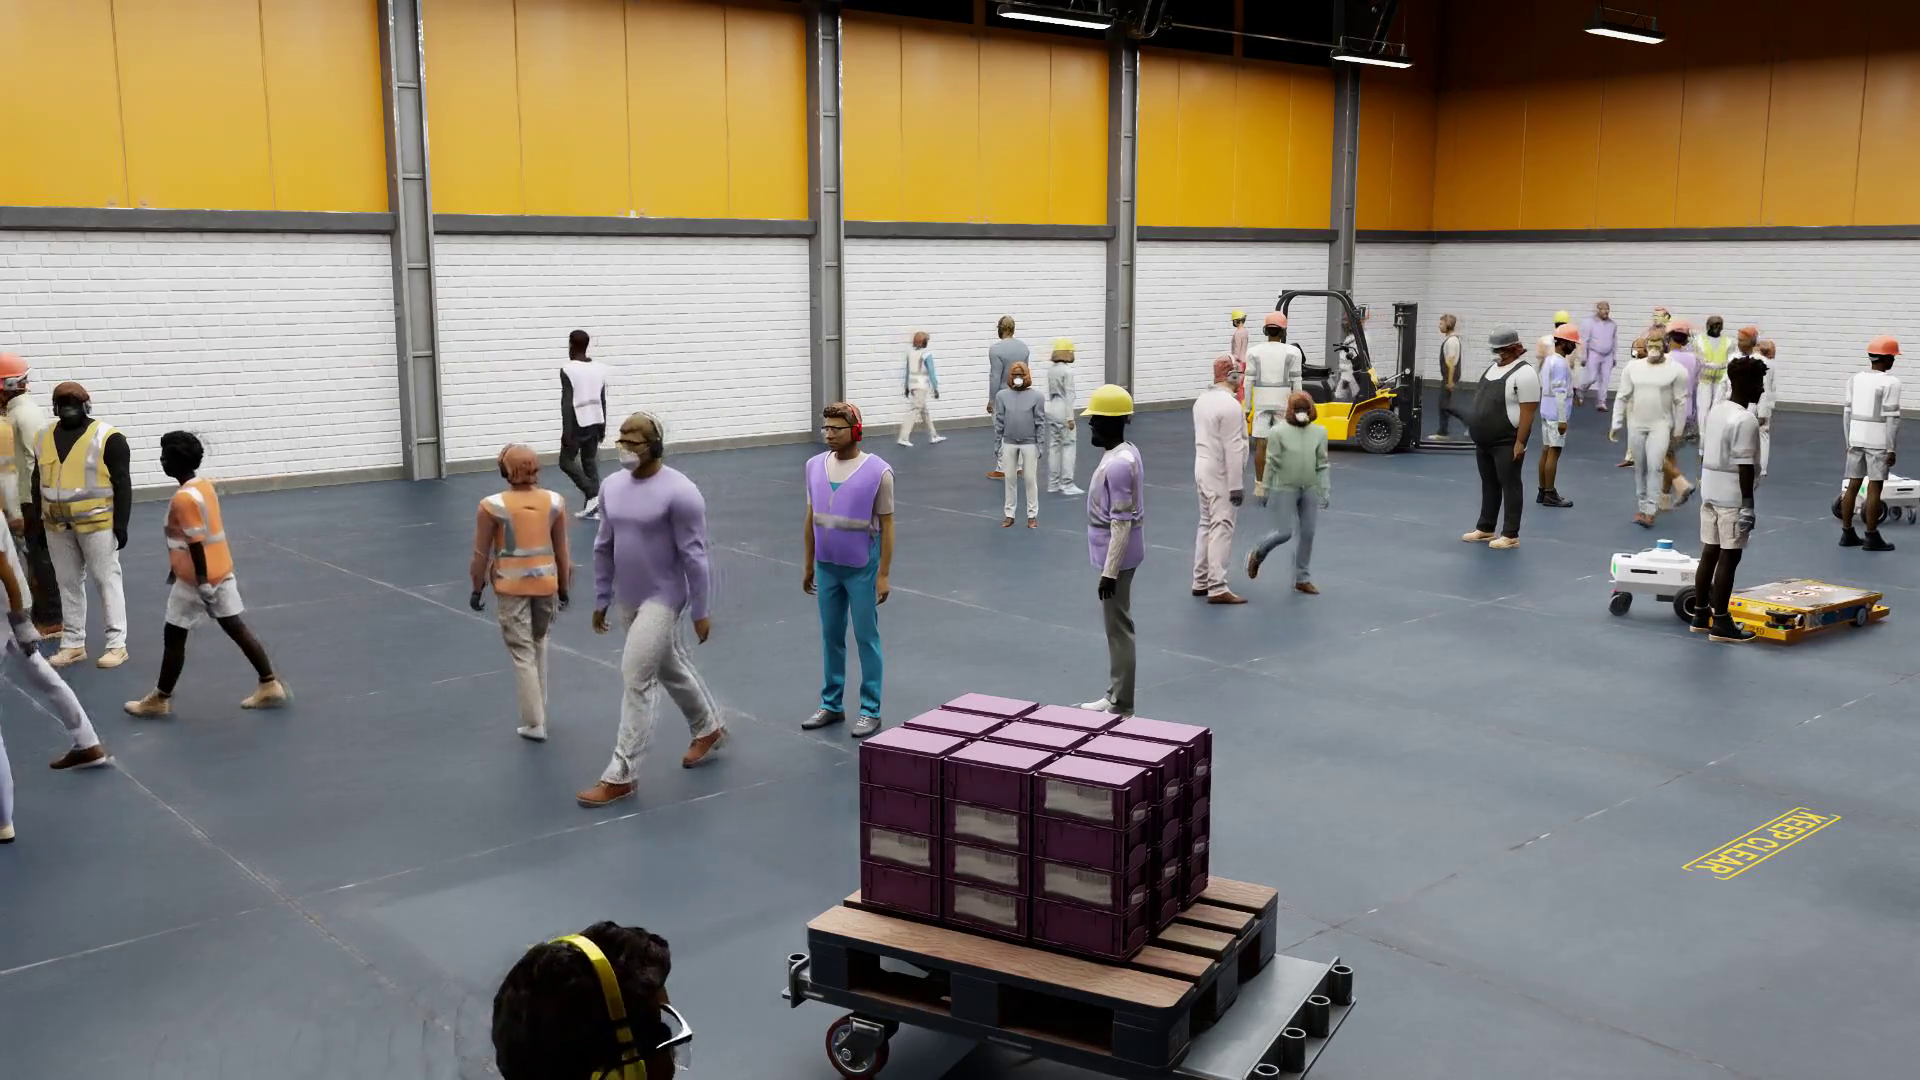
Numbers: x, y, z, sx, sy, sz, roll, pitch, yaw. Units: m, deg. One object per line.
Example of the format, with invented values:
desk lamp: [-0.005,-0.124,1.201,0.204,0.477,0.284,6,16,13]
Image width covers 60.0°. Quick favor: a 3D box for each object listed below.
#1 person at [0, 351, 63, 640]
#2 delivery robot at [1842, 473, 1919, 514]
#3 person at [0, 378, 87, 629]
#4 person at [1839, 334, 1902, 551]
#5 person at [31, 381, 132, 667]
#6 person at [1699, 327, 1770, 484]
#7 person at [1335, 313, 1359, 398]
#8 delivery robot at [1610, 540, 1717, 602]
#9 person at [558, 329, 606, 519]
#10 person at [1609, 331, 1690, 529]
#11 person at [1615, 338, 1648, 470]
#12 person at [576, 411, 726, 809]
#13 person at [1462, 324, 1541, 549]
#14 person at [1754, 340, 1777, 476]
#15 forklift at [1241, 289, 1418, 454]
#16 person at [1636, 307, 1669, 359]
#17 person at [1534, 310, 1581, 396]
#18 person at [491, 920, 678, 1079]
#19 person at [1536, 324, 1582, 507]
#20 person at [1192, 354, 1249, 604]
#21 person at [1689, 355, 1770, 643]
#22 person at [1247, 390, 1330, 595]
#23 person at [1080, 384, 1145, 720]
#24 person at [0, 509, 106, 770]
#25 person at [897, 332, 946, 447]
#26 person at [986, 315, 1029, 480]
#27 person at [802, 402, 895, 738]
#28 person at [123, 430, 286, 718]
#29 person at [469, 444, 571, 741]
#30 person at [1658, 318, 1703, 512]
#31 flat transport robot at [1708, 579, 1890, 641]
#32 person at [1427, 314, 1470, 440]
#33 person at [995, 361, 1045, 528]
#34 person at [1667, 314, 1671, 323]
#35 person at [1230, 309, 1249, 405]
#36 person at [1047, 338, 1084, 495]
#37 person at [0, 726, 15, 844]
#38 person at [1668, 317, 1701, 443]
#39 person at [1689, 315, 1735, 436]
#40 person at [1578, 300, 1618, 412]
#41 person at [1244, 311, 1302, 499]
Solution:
person: [-6.445,-0.302,11.449,0.399,1.989,0.623,-7,12,-36]
delivery robot: [9.137,-0.491,16.482,0.707,0.478,0.477,-2,10,-10]
person: [-6.574,-0.249,11.391,0.833,1.911,0.553,-8,13,-39]
person: [8.211,-0.875,14.963,0.378,1.938,0.547,-3,10,-18]
person: [-5.645,-0.095,10.675,0.634,1.842,0.429,1,10,4]
person: [8.883,-1.502,18.966,0.951,1.839,0.587,-2,10,-12]
person: [5.627,-2.343,23.854,0.973,1.840,0.583,-1,10,-4]
delivery robot: [5.154,0.241,12.196,0.707,0.478,0.477,5,11,25]
person: [-3.769,-1.144,16.615,0.447,1.907,0.618,6,11,30]
person: [6.667,-1.066,16.188,0.644,1.908,0.849,8,13,40]
person: [8.411,-1.688,20.611,0.267,1.632,0.507,-4,10,-22]
person: [-1.516,0.298,8.255,0.640,1.893,1.041,7,12,37]
person: [4.877,-0.947,15.086,0.536,2.000,0.676,-3,10,-17]
person: [9.636,-1.585,19.993,0.308,1.641,0.510,5,11,25]
forklift: [5.034,-2.339,22.783,2.313,2.155,1.214,3,10,16]
person: [10.062,-2.411,24.047,0.406,1.909,0.639,-9,13,-42]
person: [8.255,-2.219,22.963,0.582,1.894,0.935,0,10,2]
person: [-0.598,1.388,2.073,0.958,1.827,0.539,-8,13,-40]
person: [6.326,-1.314,17.566,0.372,1.928,0.543,1,10,7]
person: [2.008,-0.468,12.708,0.395,1.898,0.653,-2,10,-13]
person: [5.300,-0.287,11.441,0.362,1.962,0.614,0,10,-1]
person: [2.590,-0.382,13.026,0.504,1.613,0.497,-4,10,-20]
person: [0.849,0.094,9.318,0.370,1.928,0.585,1,10,6]
person: [-4.766,0.363,8.131,1.030,1.792,0.629,-8,12,-39]
person: [-0.542,-2.095,23.118,0.885,1.587,0.538,-7,12,-37]
person: [0.551,-1.680,19.670,0.359,1.938,0.635,9,13,42]
person: [-0.617,0.155,9.199,0.570,1.845,0.380,6,11,30]
person: [-4.347,0.192,9.541,0.860,1.656,0.541,-1,10,-7]
person: [-2.453,0.275,9.184,0.518,1.616,0.680,-9,13,-41]
person: [7.341,-1.260,17.042,0.617,2.008,0.630,-3,10,-19]
flat transport robot: [5.968,0.483,11.884,1.431,0.197,0.652,-7,12,-35]
person: [7.039,-2.302,23.663,0.608,1.828,0.507,3,10,16]
person: [0.578,-0.921,16.150,0.501,1.626,0.281,3,10,15]
person: [11.761,-2.971,27.939,0.317,1.695,0.540,-8,13,-40]
person: [4.582,-2.907,27.371,0.315,1.766,0.523,5,11,25]
person: [1.151,-1.379,18.512,0.324,1.736,0.505,-5,11,-27]
person: [-4.467,0.523,7.289,0.329,1.765,0.533,4,11,24]
person: [10.136,-2.281,23.694,0.894,1.770,0.581,5,11,29]
person: [10.512,-2.243,23.311,0.632,1.824,0.638,1,10,7]
person: [10.878,-3.139,28.365,0.644,1.887,0.626,-2,10,-9]
person: [3.403,-1.463,18.101,0.613,2.041,0.393,2,10,14]
